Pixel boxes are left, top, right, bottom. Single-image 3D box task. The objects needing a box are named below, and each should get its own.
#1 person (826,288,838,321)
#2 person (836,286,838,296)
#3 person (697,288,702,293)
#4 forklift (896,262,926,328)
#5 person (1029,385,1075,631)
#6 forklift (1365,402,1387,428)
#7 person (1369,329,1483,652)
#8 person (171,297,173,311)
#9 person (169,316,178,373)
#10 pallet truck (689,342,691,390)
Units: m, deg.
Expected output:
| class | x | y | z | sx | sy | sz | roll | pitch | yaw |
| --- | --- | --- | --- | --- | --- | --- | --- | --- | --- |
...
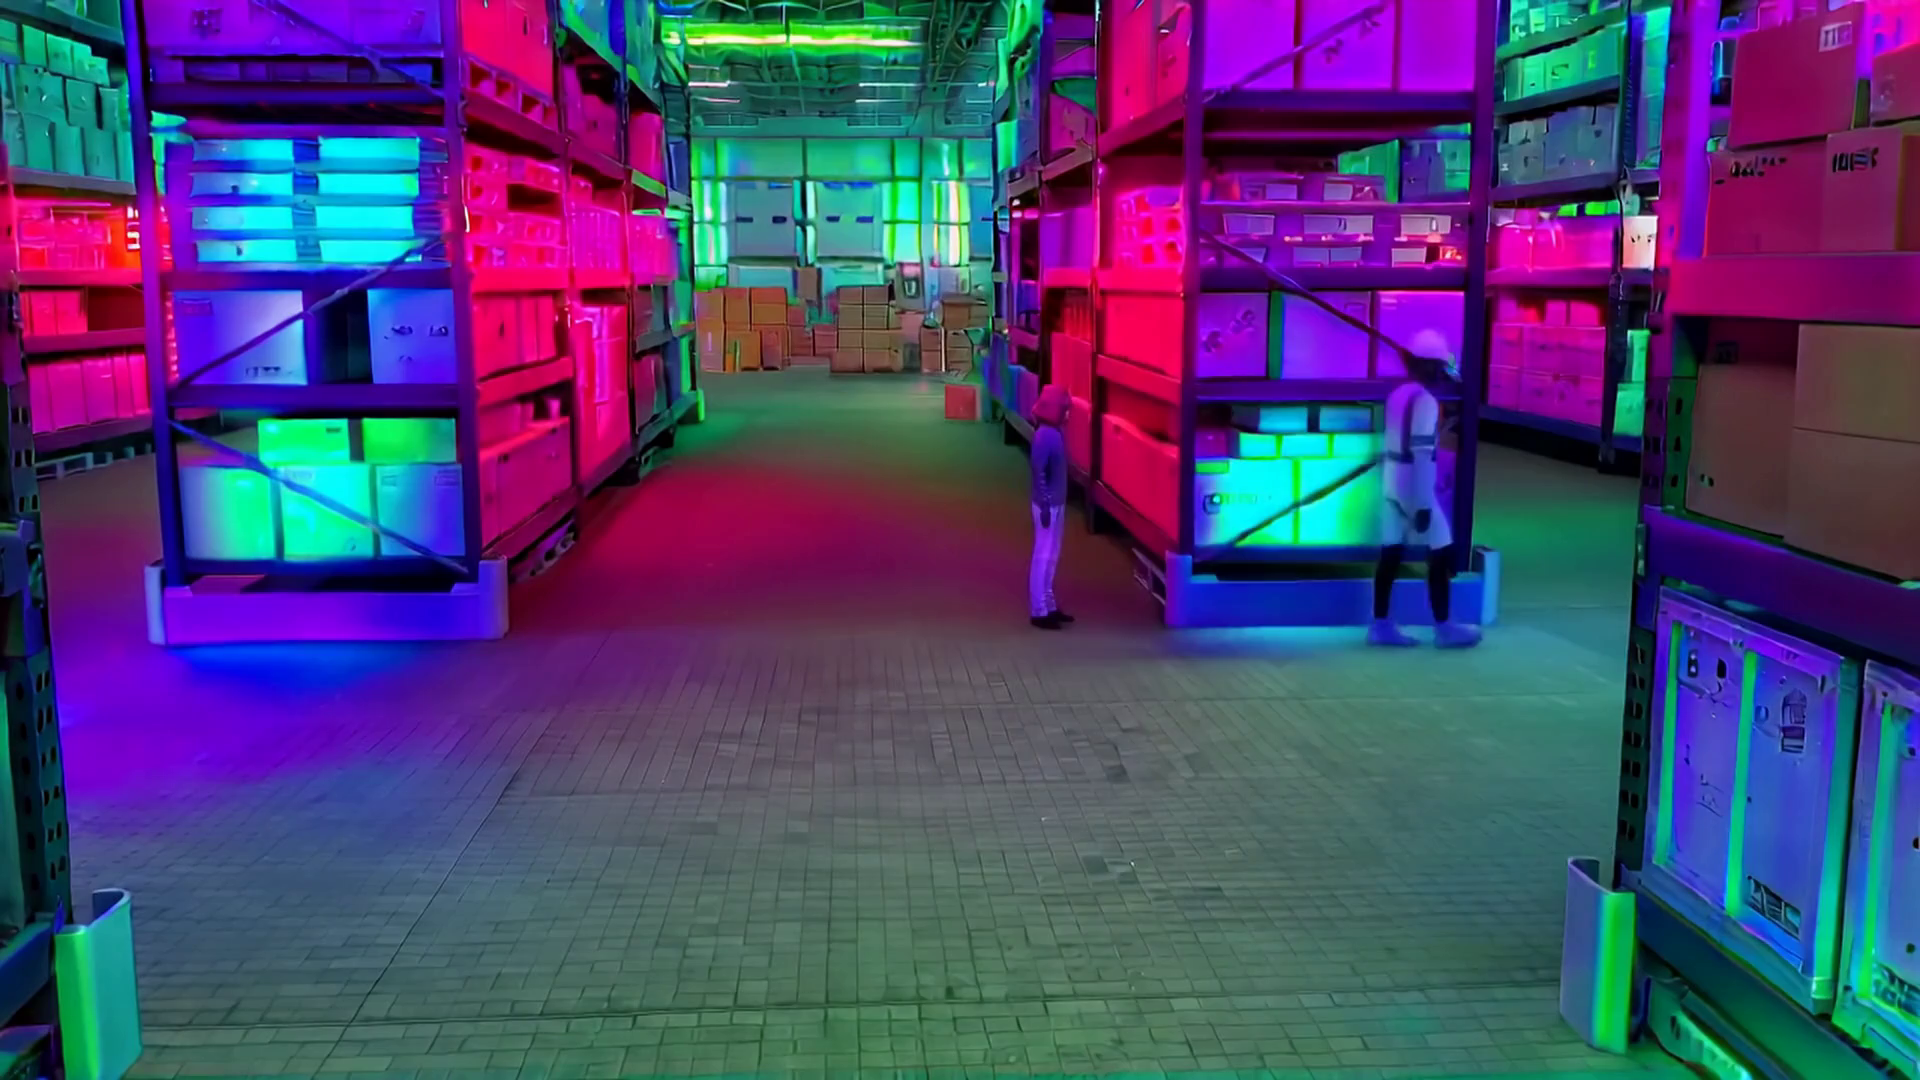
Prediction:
| class | x | y | z | sx | sy | sz | roll | pitch | yaw |
| --- | --- | --- | --- | --- | --- | --- | --- | --- | --- |
| person | -4.602 | -8.372 | 61.533 | 0.651 | 1.878 | 1.032 | 5 | 10 | 26 |
| person | -4.574 | -8.626 | 62.948 | 0.547 | 1.938 | 0.359 | 2 | 9 | 9 |
| person | -9.913 | -8.672 | 63.438 | 0.453 | 1.868 | 0.611 | 2 | 9 | 13 |
| forklift | -1.780 | -8.547 | 59.499 | 1.129 | 2.768 | 1.873 | -1 | 9 | -4 |
| person | 0.616 | -0.220 | 11.114 | 0.274 | 1.633 | 0.507 | 3 | 10 | 18 |
| forklift | 5.265 | -2.587 | 22.072 | 1.873 | 2.768 | 1.129 | -4 | 10 | -25 |
| person | 2.951 | -0.294 | 10.360 | 0.824 | 2.018 | 0.637 | -1 | 9 | -9 |
| person | -29.535 | -8.626 | 62.814 | 0.400 | 1.987 | 0.608 | 0 | 9 | 3 |
| person | -13.277 | -2.966 | 28.216 | 0.567 | 1.662 | 0.718 | 6 | 11 | 33 |
| pallet truck | -5.225 | -3.008 | 27.480 | 1.885 | 1.965 | 0.823 | 2 | 9 | 14 |
